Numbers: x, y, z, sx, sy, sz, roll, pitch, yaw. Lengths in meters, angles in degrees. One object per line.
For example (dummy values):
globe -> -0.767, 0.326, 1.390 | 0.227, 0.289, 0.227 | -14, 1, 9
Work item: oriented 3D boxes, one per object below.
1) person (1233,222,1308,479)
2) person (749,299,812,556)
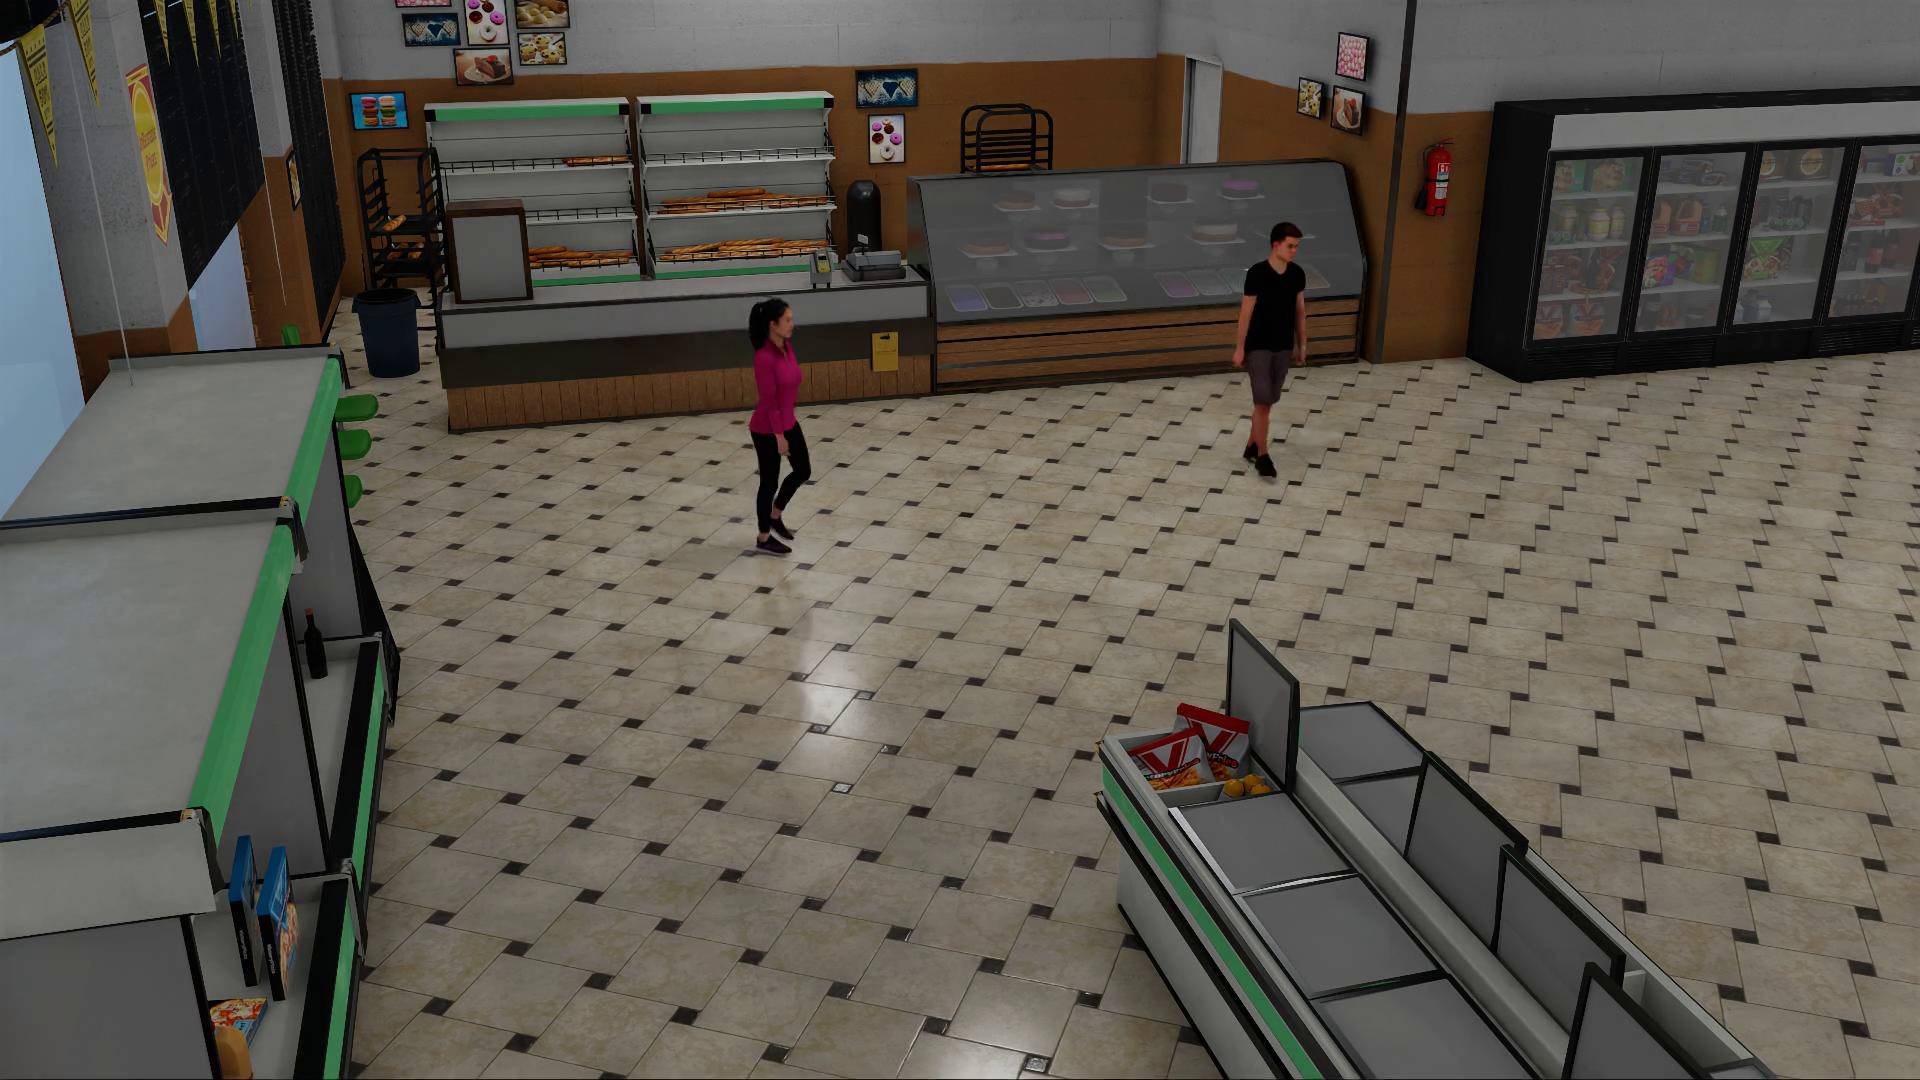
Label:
person -> 2.236, -1.440, 12.280 | 0.764, 1.842, 0.894 | -9, 24, -22
person -> -1.274, -0.721, 10.700 | 0.787, 1.686, 0.719 | 9, 24, 22
